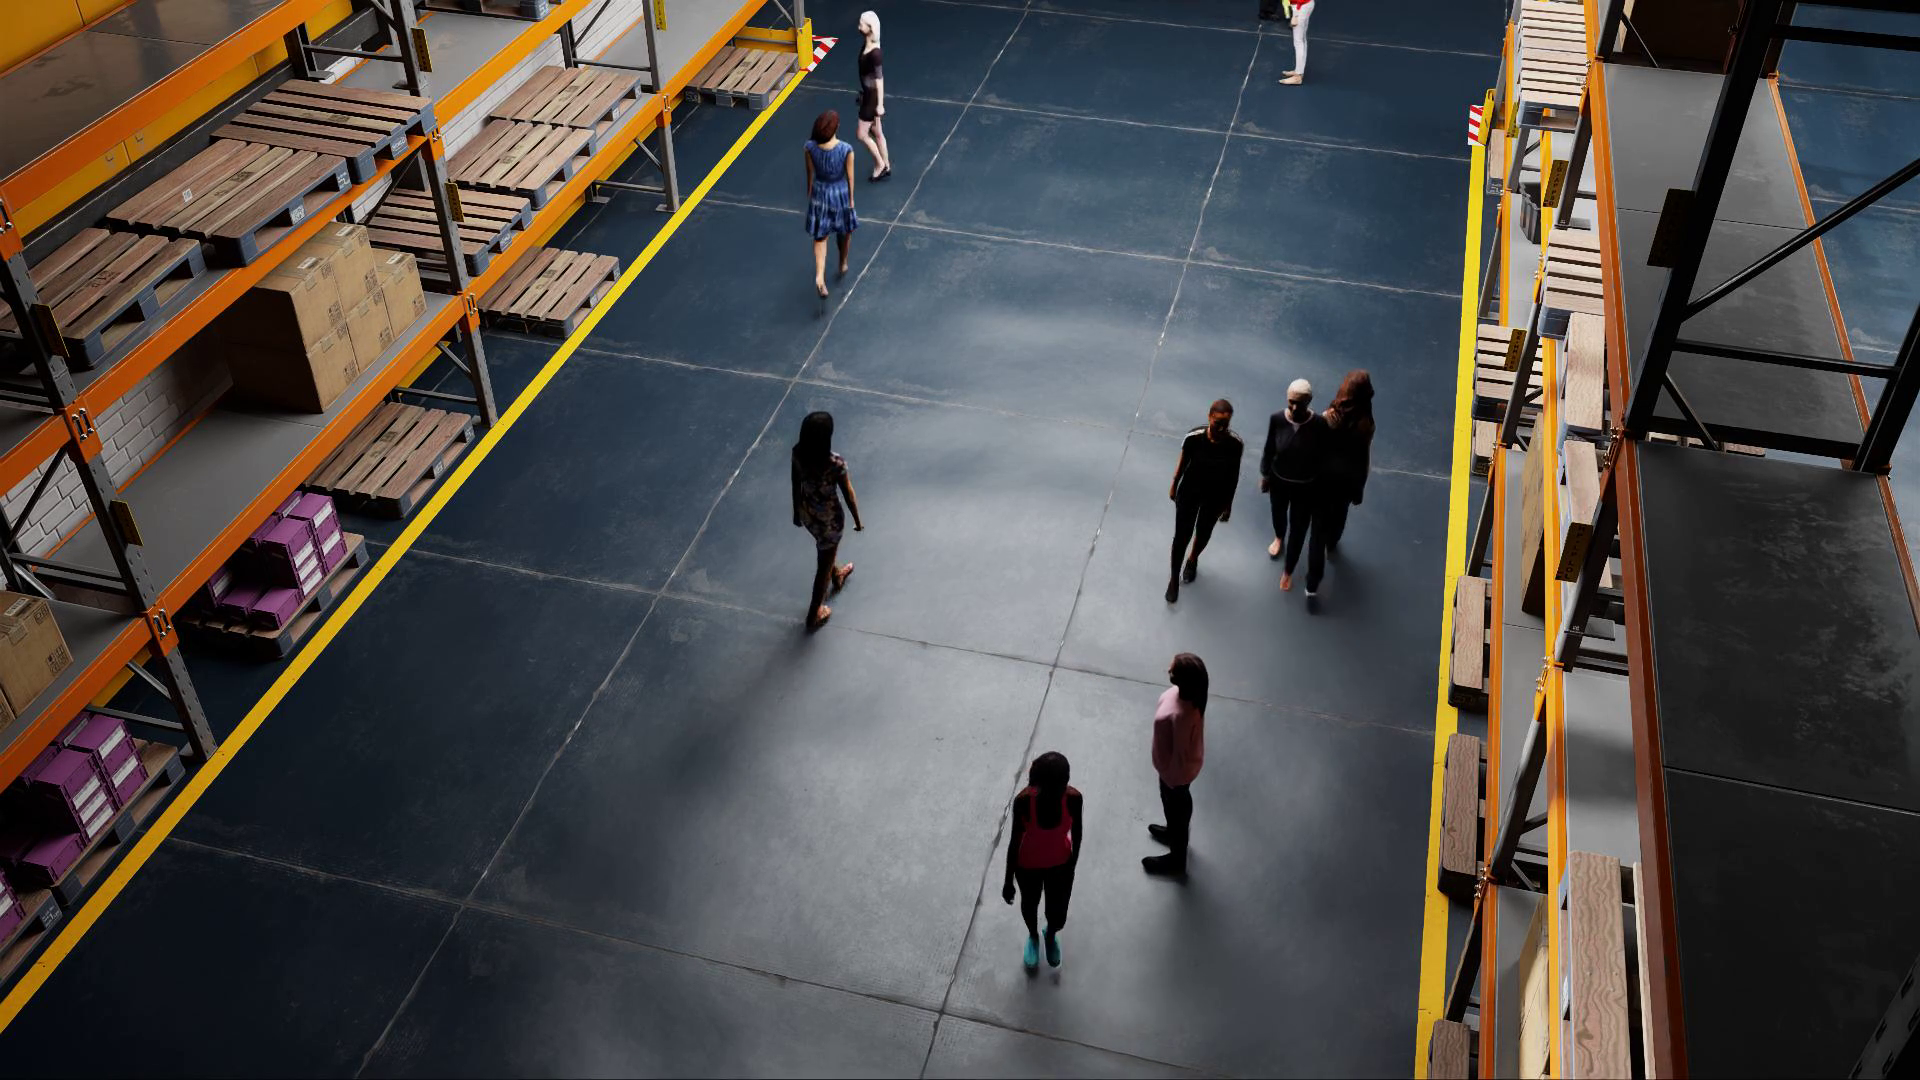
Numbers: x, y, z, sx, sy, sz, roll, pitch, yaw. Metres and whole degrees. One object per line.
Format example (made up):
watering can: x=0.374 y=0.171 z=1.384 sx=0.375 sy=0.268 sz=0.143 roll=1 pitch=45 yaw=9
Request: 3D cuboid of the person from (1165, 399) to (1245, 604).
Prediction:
person: x=1.781 y=-0.389 z=12.029 sx=0.674 sy=1.646 sz=0.817 roll=7 pitch=39 yaw=9

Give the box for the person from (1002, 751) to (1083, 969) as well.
person: x=0.463 y=1.730 z=9.322 sx=0.640 sy=1.712 sz=0.655 roll=2 pitch=39 yaw=2

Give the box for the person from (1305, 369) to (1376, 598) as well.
person: x=2.691 y=-0.382 z=11.977 sx=0.573 sy=1.700 sz=1.140 roll=11 pitch=40 yaw=14

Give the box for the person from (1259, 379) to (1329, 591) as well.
person: x=2.463 y=-0.518 z=12.157 sx=0.719 sy=1.688 sz=0.940 roll=14 pitch=41 yaw=16

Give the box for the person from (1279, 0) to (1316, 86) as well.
person: x=3.942 y=-6.084 z=19.122 sx=0.626 sy=1.693 sz=0.506 roll=14 pitch=41 yaw=17

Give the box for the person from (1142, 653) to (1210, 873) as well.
person: x=1.310 y=1.312 z=9.866 sx=0.650 sy=1.687 sz=0.460 roll=9 pitch=40 yaw=11

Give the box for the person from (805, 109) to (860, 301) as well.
person: x=-1.202 y=-3.038 z=15.243 sx=0.739 sy=1.775 sz=1.154 roll=4 pitch=39 yaw=5

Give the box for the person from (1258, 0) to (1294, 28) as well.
person: x=3.932 y=-7.300 z=20.525 sx=0.925 sy=1.842 sz=0.949 roll=16 pitch=41 yaw=19

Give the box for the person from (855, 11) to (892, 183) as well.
person: x=-0.807 y=-4.526 z=17.073 sx=0.795 sy=1.816 sz=0.718 roll=-11 pitch=40 yaw=-13

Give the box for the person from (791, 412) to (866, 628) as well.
person: x=-0.991 y=-0.115 z=11.636 sx=0.762 sy=1.707 sz=1.016 roll=18 pitch=42 yaw=21
